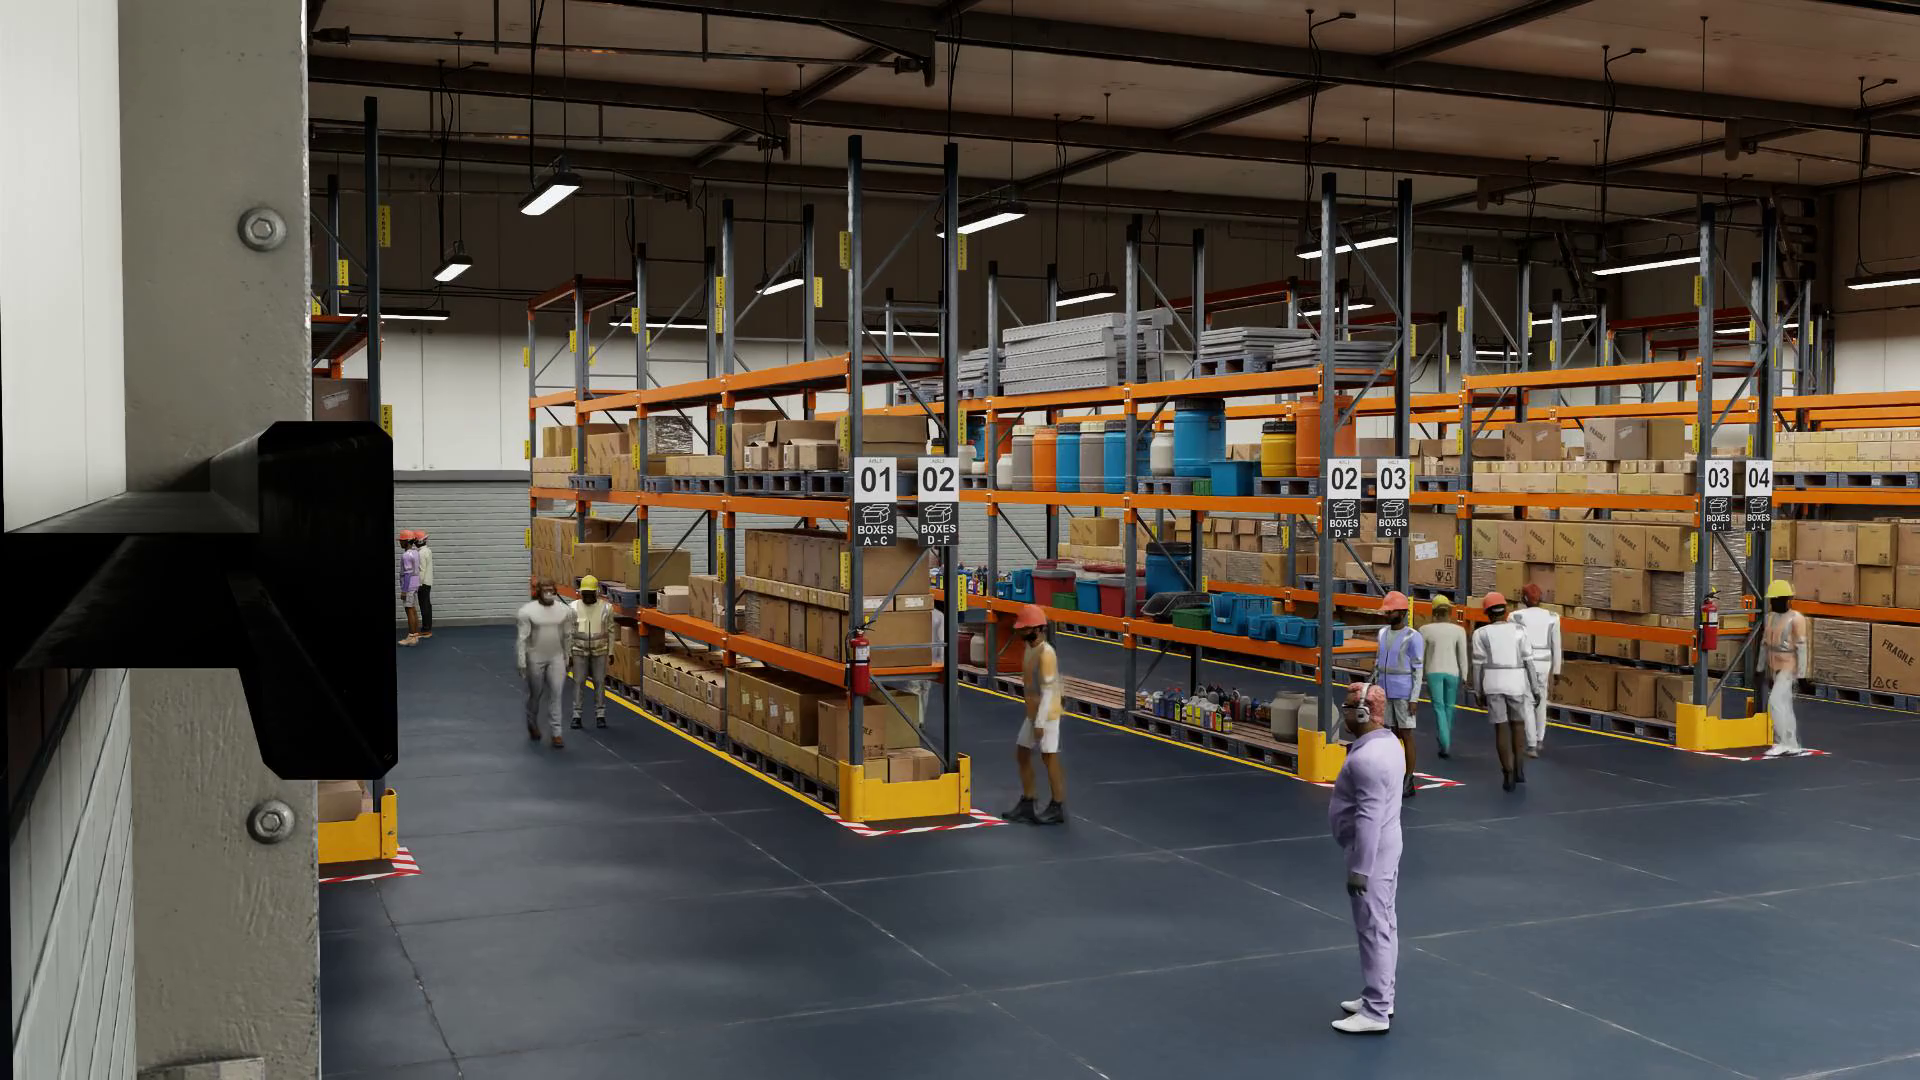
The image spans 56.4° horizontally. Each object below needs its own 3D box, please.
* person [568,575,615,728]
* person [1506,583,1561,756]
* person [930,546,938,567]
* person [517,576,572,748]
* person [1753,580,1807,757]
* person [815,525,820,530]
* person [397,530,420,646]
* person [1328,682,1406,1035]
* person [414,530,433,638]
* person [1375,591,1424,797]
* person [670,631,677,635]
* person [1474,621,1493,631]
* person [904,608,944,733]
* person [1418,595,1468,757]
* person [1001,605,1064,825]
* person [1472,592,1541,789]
[{"bbox_3d":[-4.443,1.333,21.500,0.599,1.827,0.403,0,2,-11],"label":"person"},{"bbox_3d":[6.218,1.393,19.567,0.575,1.852,0.824,0,2,1],"label":"person"},{"bbox_3d":[-0.441,0.836,32.878,1.006,1.939,0.624,1,2,27],"label":"person"},{"bbox_3d":[-4.703,1.350,20.228,0.645,1.904,0.969,-1,2,-27],"label":"person"},{"bbox_3d":[8.790,1.382,19.299,0.661,1.904,0.585,0,2,-5],"label":"person"},{"bbox_3d":[-3.114,0.632,38.013,0.614,1.964,0.361,2,3,36],"label":"person"},{"bbox_3d":[-9.741,0.840,31.606,0.376,2.043,0.609,0,2,-3],"label":"person"},{"bbox_3d":[2.237,1.739,9.897,0.402,1.911,0.639,1,2,23],"label":"person"},{"bbox_3d":[-9.948,0.809,33.142,0.387,1.988,0.608,0,2,-5],"label":"person"},{"bbox_3d":[4.128,1.452,16.985,0.365,1.939,0.542,-1,3,-33],"label":"person"},{"bbox_3d":[-5.000,1.004,30.253,0.525,1.810,1.007,-1,3,-33],"label":"person"},{"bbox_3d":[8.059,1.087,27.389,0.615,1.874,0.966,0,2,-13],"label":"person"},{"bbox_3d":[-0.480,1.373,20.871,0.608,1.802,0.833,-1,2,-21],"label":"person"},{"bbox_3d":[5.232,1.462,19.501,0.514,1.712,0.886,0,2,-1],"label":"person"},{"bbox_3d":[0.617,1.524,15.594,0.708,1.907,0.585,-1,2,-17],"label":"person"},{"bbox_3d":[5.322,1.457,17.500,0.632,1.884,0.724,0,2,11],"label":"person"}]
